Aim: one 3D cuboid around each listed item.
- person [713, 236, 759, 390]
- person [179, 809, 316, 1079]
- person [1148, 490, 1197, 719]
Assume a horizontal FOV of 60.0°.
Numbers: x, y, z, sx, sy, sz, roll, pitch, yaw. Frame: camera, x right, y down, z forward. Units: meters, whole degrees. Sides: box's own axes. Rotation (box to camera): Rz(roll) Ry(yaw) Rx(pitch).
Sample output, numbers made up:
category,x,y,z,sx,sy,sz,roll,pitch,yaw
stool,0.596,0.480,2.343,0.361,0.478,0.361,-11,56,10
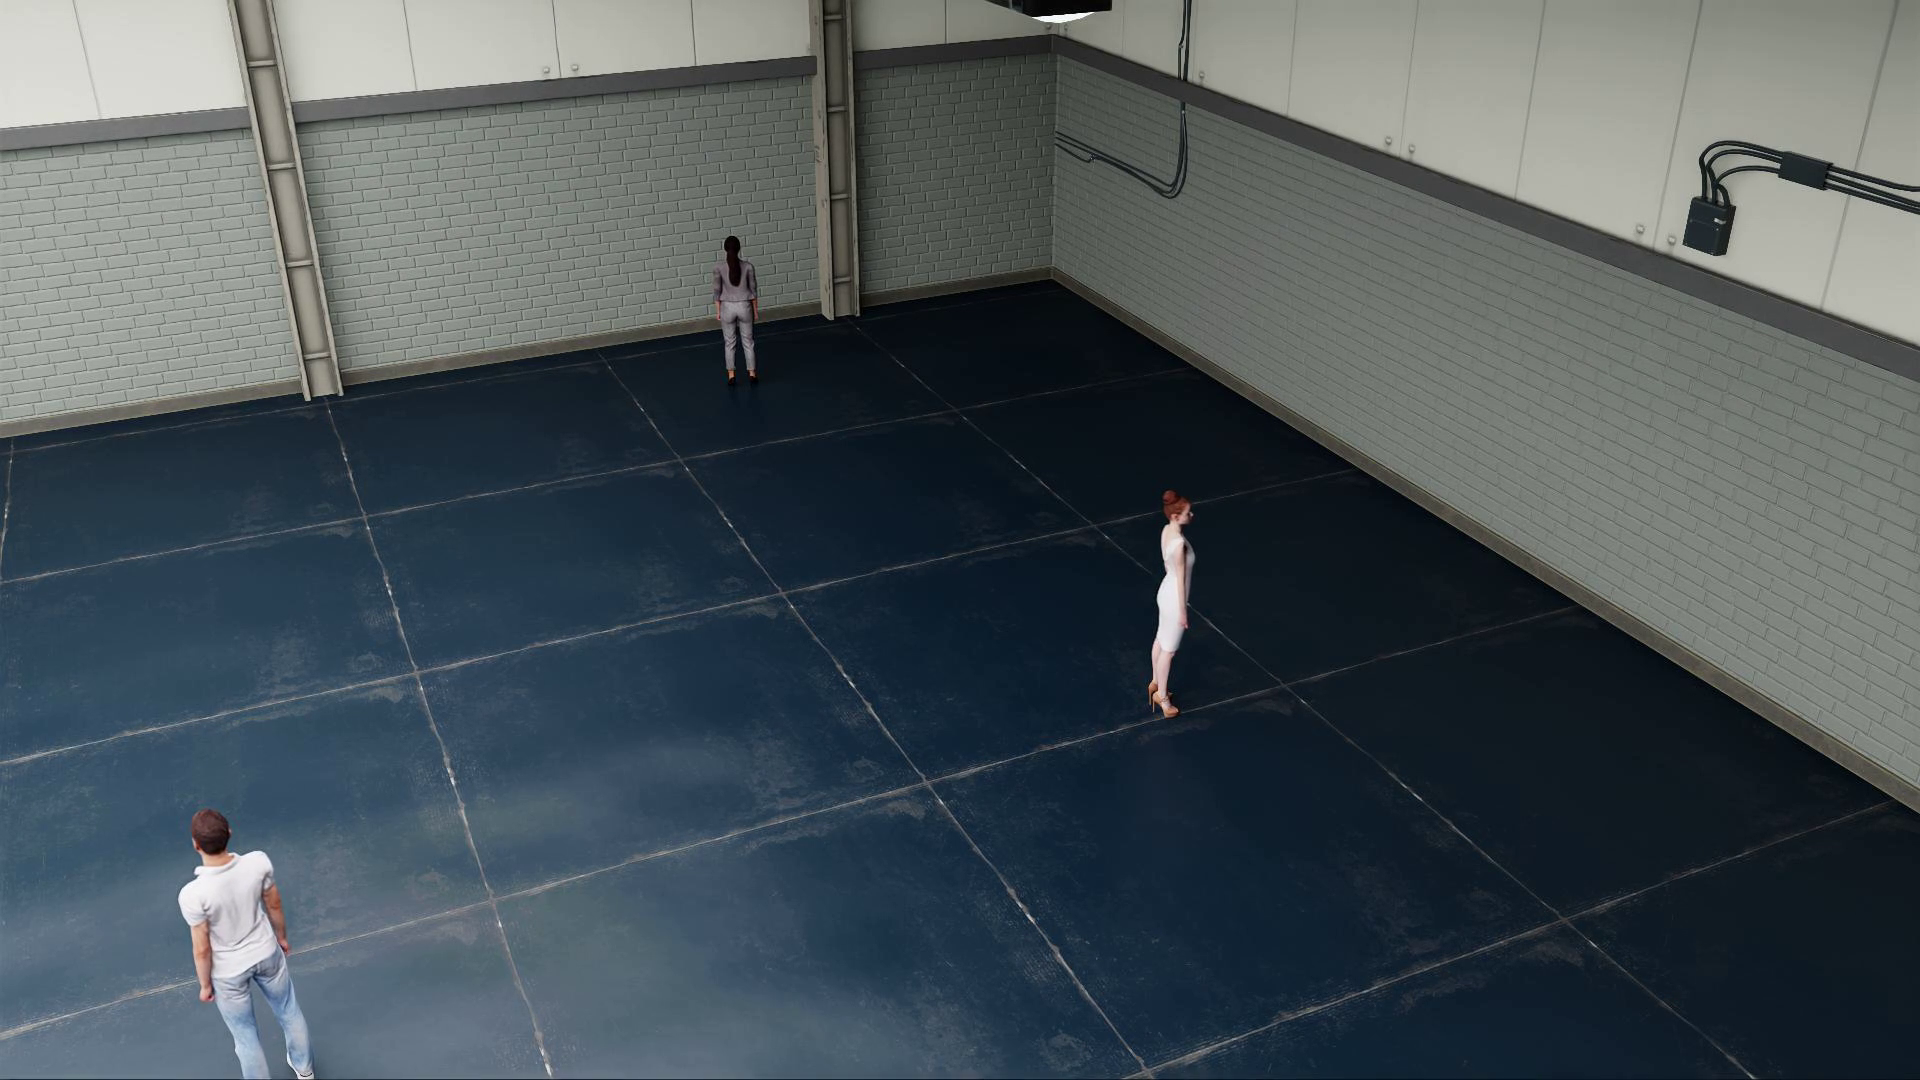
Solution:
category,x,y,z,sx,sy,sz,roll,pitch,yaw
person,-2.387,-2.435,17.794,0.629,1.679,0.748,-3,27,-7
person,-3.708,2.184,8.635,0.789,1.851,0.652,19,33,33
person,1.530,0.457,12.054,0.595,1.793,0.633,-2,27,-4
